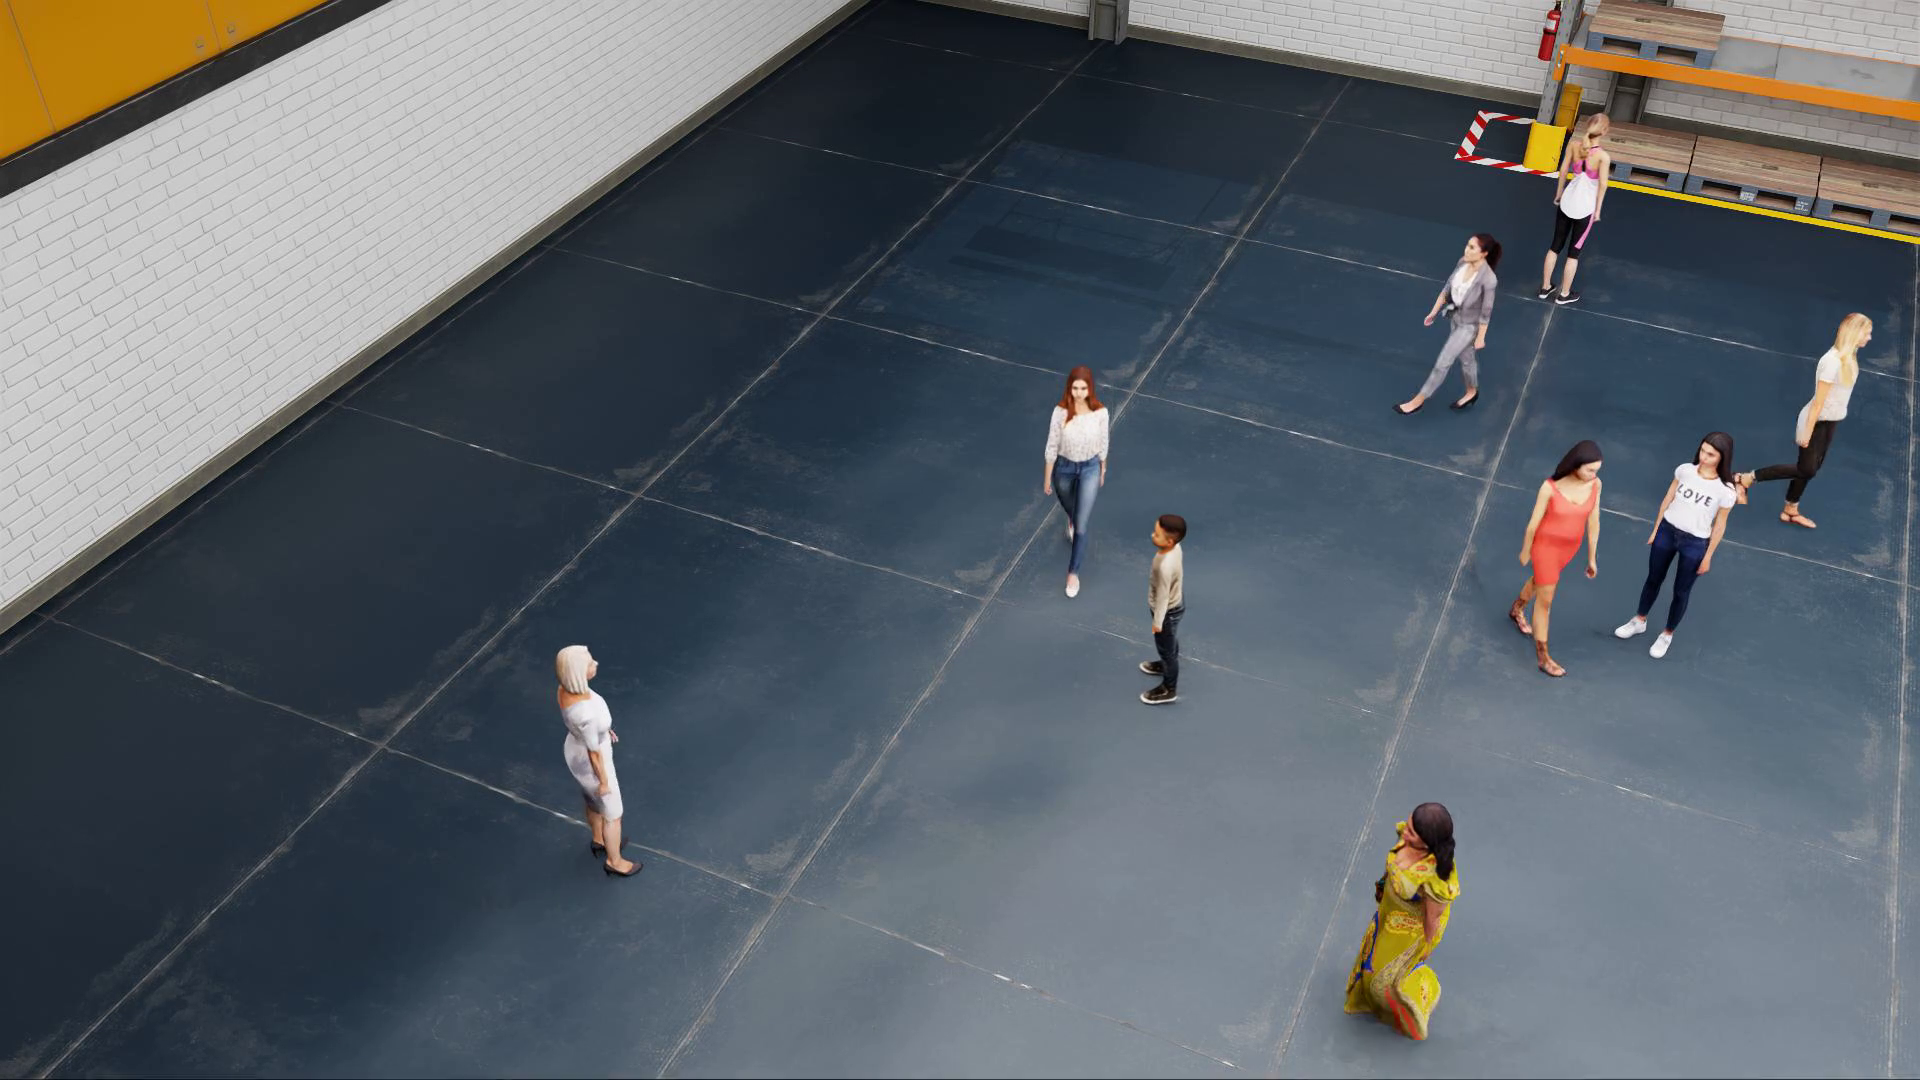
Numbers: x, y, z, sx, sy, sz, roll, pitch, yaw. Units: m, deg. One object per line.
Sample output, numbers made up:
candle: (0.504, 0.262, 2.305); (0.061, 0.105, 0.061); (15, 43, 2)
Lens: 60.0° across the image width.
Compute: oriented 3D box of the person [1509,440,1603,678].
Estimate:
person: (3.969, -0.004, 11.211); (1.028, 1.684, 1.048); (-9, 40, -11)

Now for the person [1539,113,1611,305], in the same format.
person: (5.486, -2.949, 14.815); (0.739, 1.787, 0.602); (-27, 46, -30)

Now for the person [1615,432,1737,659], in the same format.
person: (4.833, 0.020, 11.109); (0.724, 1.774, 0.594); (-27, 46, -30)

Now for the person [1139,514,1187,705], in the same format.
person: (1.353, 0.423, 10.858); (0.581, 1.456, 0.606); (3, 39, 4)

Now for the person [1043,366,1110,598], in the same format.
person: (0.832, -0.529, 11.863); (1.143, 1.690, 0.901); (5, 39, 6)

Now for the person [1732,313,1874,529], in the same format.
person: (6.198, -0.886, 12.211); (0.929, 1.812, 0.689); (23, 44, 26)

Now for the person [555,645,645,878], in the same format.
person: (-2.152, 1.267, 9.568); (0.752, 1.748, 0.676); (-18, 42, -21)

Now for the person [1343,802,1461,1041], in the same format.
person: (2.442, 1.978, 8.760); (0.971, 1.646, 0.929); (-6, 39, -7)

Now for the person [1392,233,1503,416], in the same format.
person: (4.137, -1.721, 13.394); (1.126, 1.641, 0.998); (-7, 39, -9)
